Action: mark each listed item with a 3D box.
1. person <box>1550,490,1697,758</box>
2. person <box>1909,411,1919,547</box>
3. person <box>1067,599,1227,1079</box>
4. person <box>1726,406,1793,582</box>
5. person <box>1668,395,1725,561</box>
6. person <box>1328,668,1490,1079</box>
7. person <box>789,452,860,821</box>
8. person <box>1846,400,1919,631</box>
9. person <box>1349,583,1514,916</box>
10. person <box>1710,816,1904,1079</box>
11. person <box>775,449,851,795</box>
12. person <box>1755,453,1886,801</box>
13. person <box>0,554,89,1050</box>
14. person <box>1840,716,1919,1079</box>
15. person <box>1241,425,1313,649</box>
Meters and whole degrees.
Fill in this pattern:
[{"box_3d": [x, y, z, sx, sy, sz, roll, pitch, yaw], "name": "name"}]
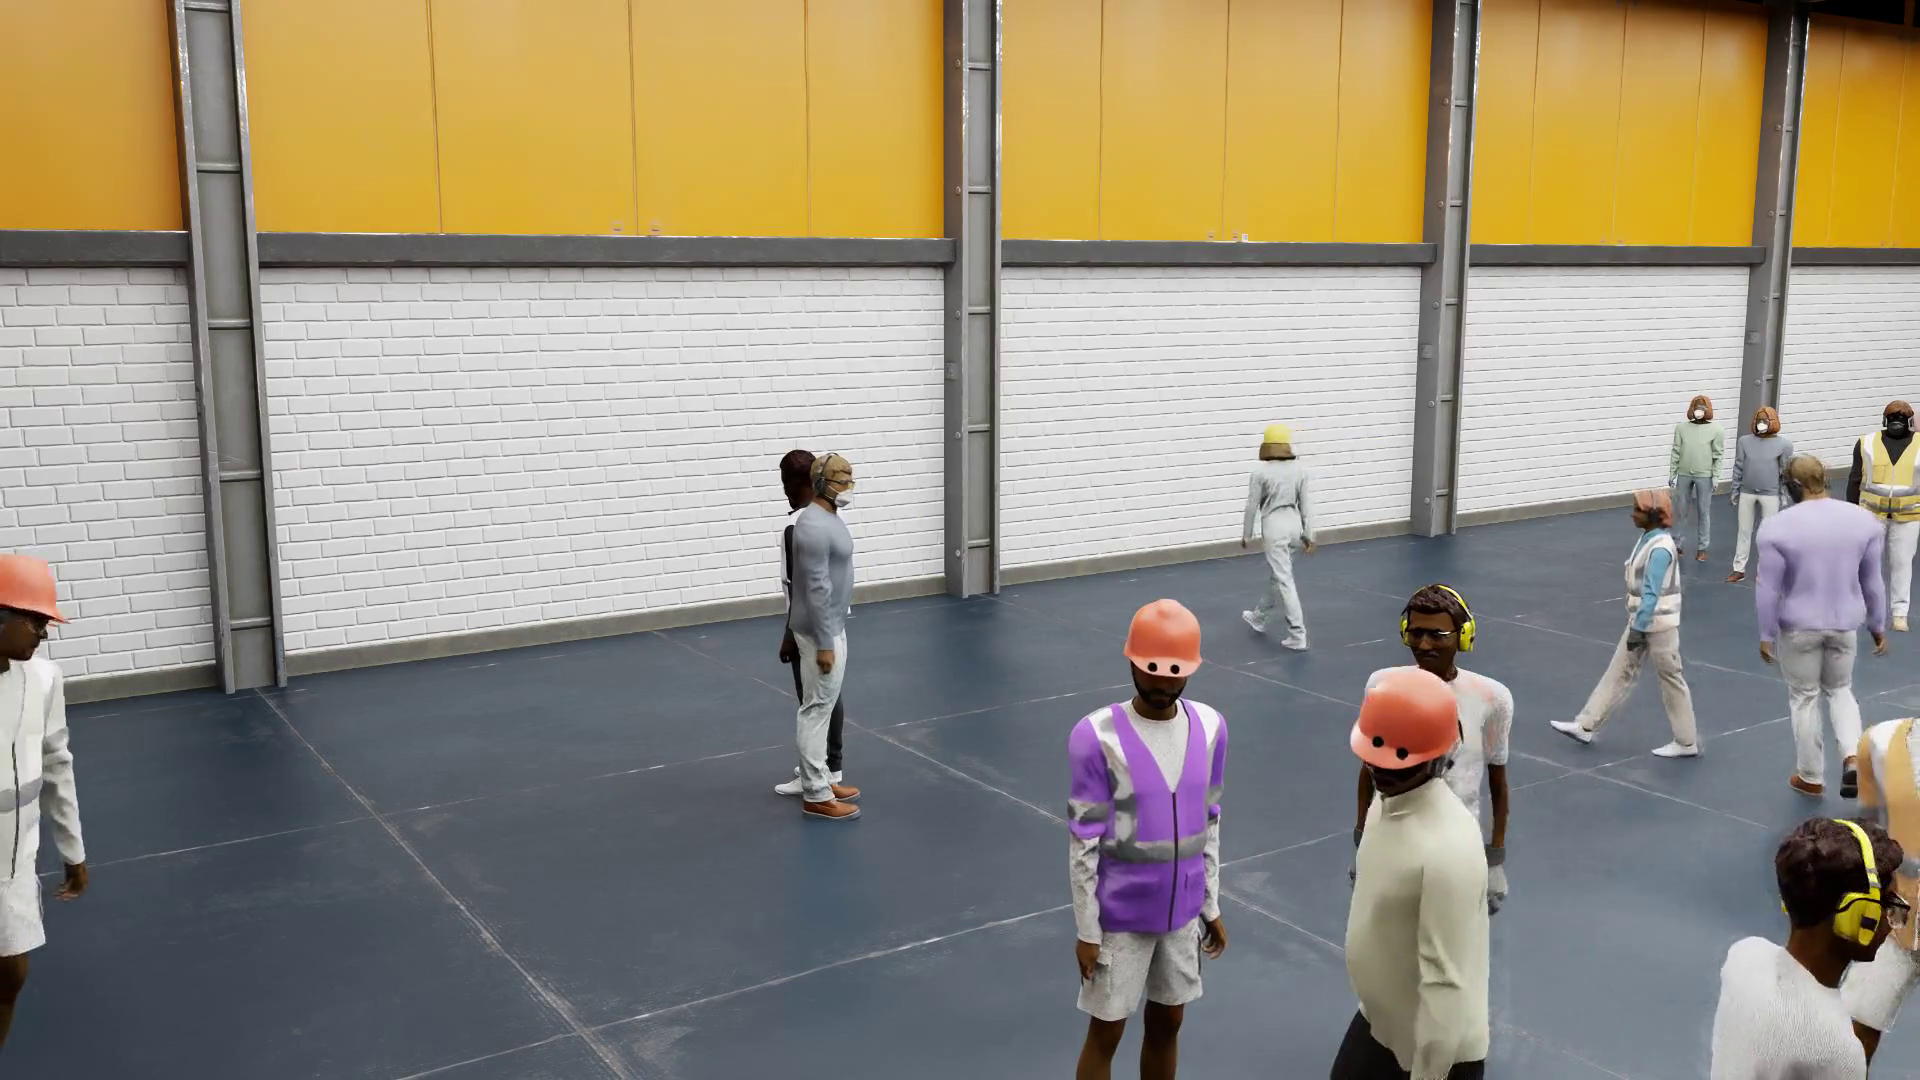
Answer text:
[{"box_3d": [3.995, 0.496, 9.830, 0.844, 1.589, 0.543, 2, 10, 11], "name": "person"}, {"box_3d": [9.813, -0.738, 16.797, 0.366, 1.769, 0.551, -6, 11, -34], "name": "person"}, {"box_3d": [0.587, 1.123, 5.065, 0.546, 1.934, 0.376, -5, 10, -26], "name": "person"}, {"box_3d": [7.284, -0.402, 15.149, 0.498, 1.634, 0.279, 8, 12, 40], "name": "person"}, {"box_3d": [7.264, -0.617, 16.442, 0.500, 1.636, 0.285, 9, 13, 42], "name": "person"}, {"box_3d": [1.189, 1.253, 4.341, 1.032, 1.926, 0.652, 0, 9, -1], "name": "person"}, {"box_3d": [-0.713, 0.499, 8.819, 0.375, 1.936, 0.627, 0, 9, 1], "name": "person"}, {"box_3d": [7.426, -0.197, 13.291, 0.633, 1.843, 0.429, 5, 11, 30], "name": "person"}, {"box_3d": [1.589, 1.061, 5.640, 0.528, 1.867, 0.313, 4, 10, 25], "name": "person"}, {"box_3d": [1.690, 1.460, 3.282, 0.530, 1.848, 0.641, 2, 10, 9], "name": "person"}, {"box_3d": [-0.813, 0.454, 9.161, 0.391, 1.913, 0.587, 3, 10, 15], "name": "person"}, {"box_3d": [4.632, 0.495, 8.939, 0.714, 1.902, 0.549, 1, 9, 5], "name": "person"}, {"box_3d": [-3.138, 1.039, 5.382, 0.533, 1.994, 0.641, 3, 10, 16], "name": "person"}, {"box_3d": [2.919, 1.162, 4.966, 0.647, 1.895, 0.544, -7, 12, -35], "name": "person"}, {"box_3d": [2.438, -0.043, 12.841, 0.489, 1.677, 0.955, -4, 10, -24], "name": "person"}]
